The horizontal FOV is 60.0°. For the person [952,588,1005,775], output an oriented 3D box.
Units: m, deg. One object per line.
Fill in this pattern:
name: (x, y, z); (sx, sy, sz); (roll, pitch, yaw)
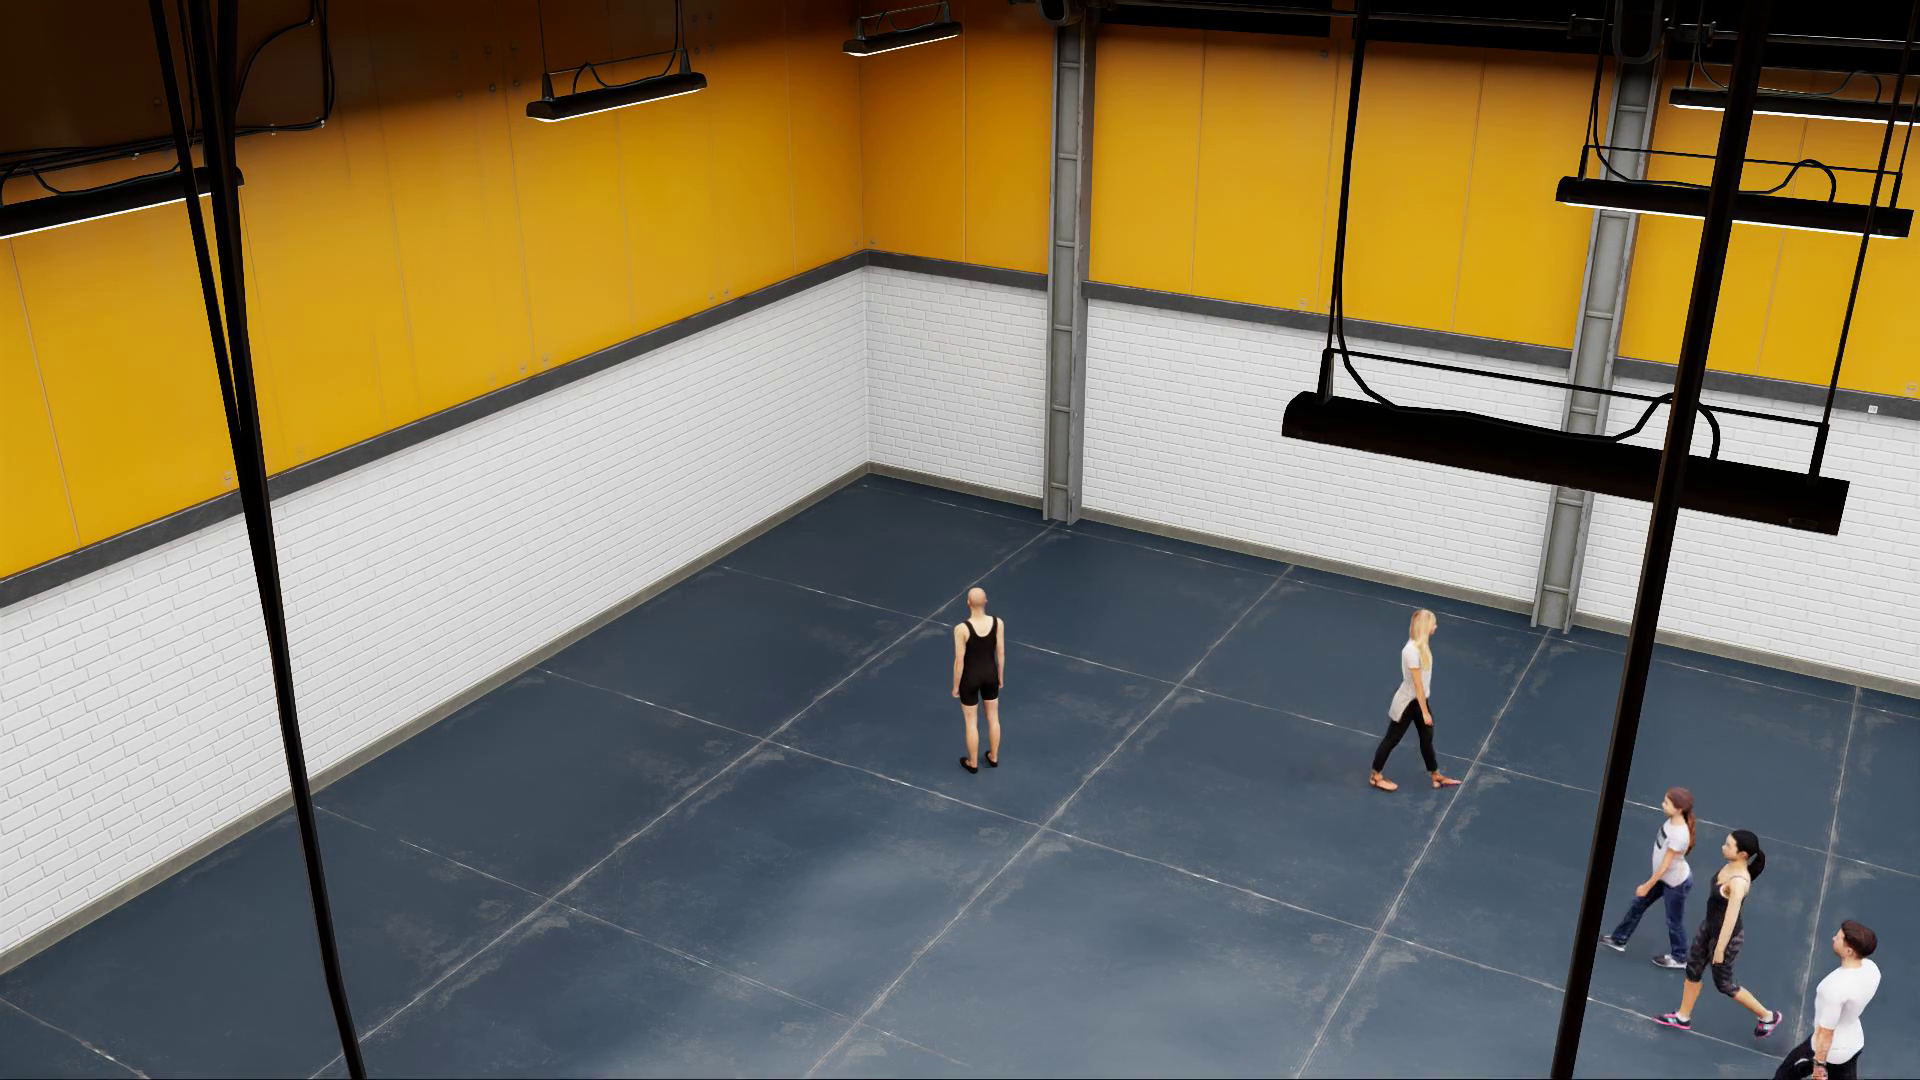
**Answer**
person: (0.175, 1.273, 15.144); (0.708, 1.814, 0.722); (-10, 26, -22)

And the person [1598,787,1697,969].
person: (5.420, 2.574, 12.521); (1.003, 1.531, 0.721); (5, 24, 11)

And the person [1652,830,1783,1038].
person: (5.482, 2.823, 11.741); (1.098, 1.700, 0.721); (7, 25, 16)

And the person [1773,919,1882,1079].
person: (5.644, 3.268, 10.588); (1.058, 1.808, 1.283); (-13, 27, -27)

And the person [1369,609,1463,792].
person: (3.889, 1.447, 14.767); (1.045, 1.797, 0.678); (10, 26, 22)
